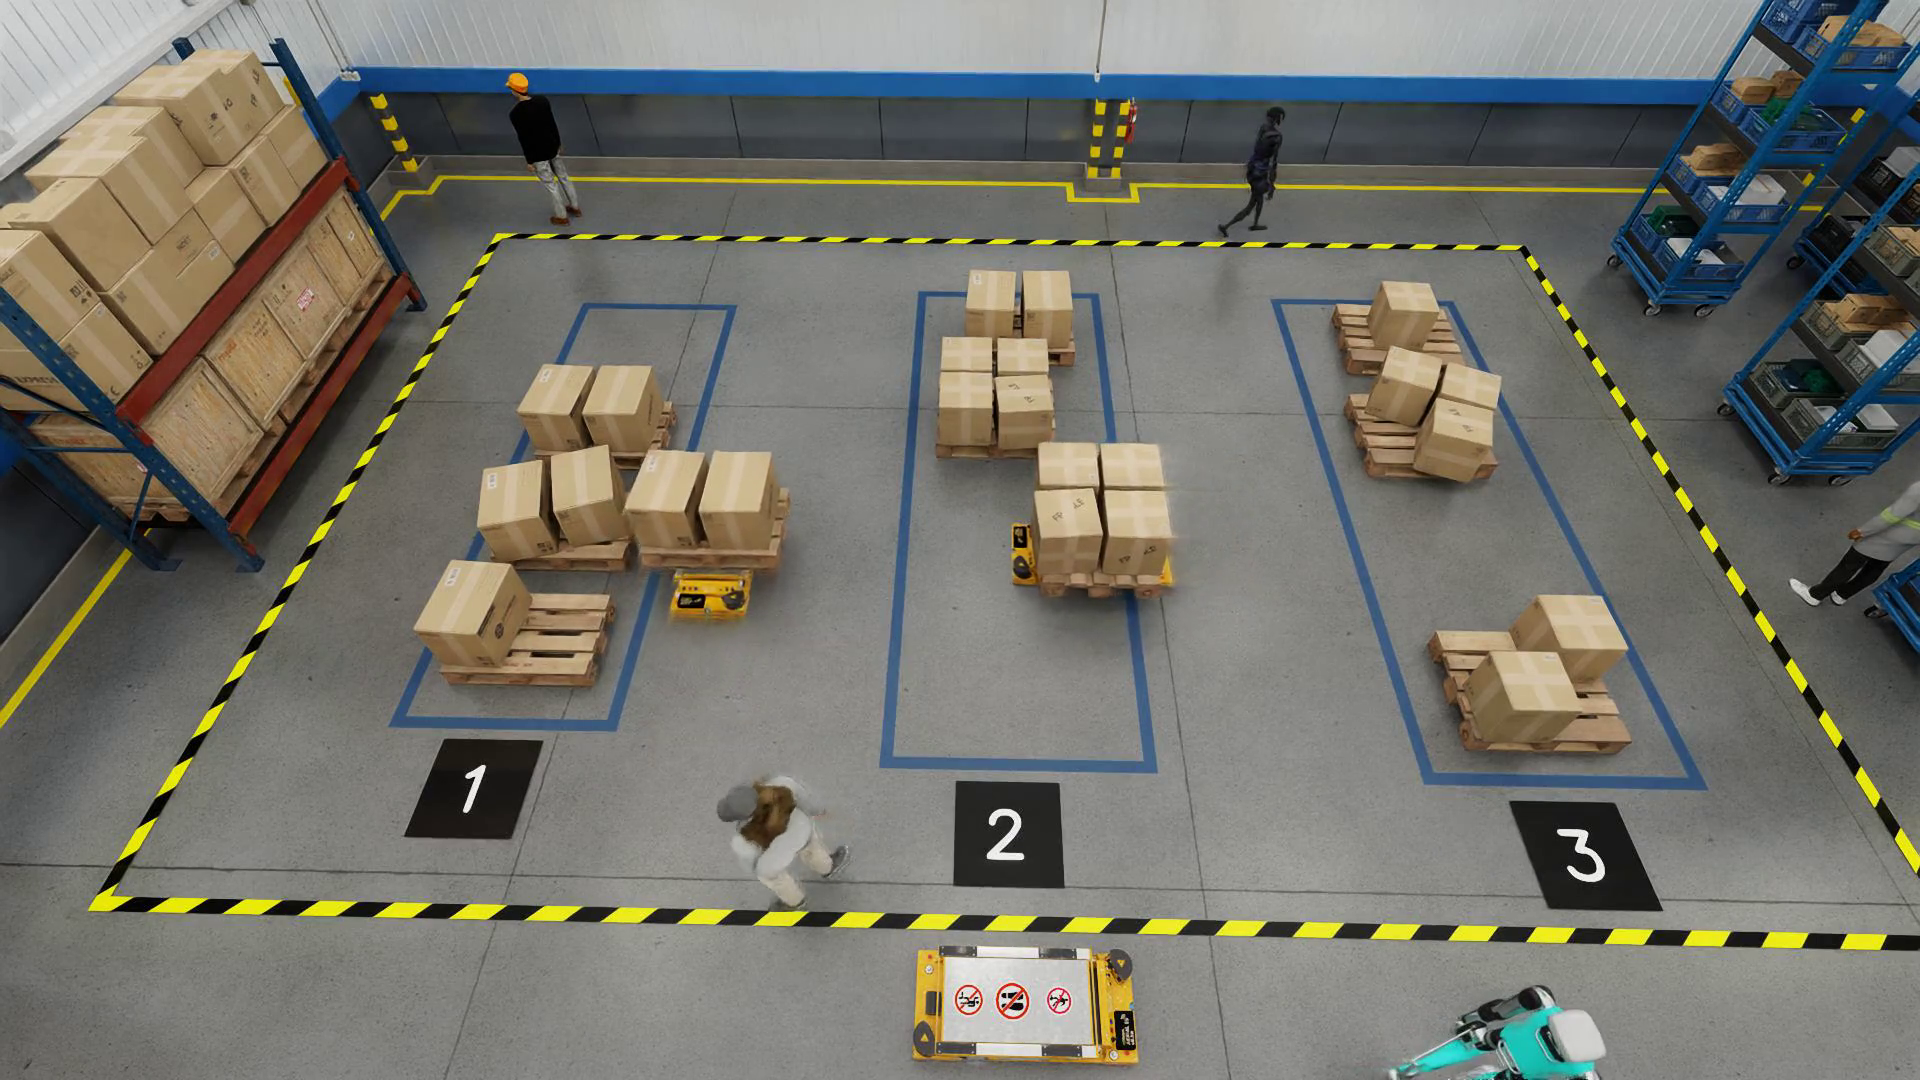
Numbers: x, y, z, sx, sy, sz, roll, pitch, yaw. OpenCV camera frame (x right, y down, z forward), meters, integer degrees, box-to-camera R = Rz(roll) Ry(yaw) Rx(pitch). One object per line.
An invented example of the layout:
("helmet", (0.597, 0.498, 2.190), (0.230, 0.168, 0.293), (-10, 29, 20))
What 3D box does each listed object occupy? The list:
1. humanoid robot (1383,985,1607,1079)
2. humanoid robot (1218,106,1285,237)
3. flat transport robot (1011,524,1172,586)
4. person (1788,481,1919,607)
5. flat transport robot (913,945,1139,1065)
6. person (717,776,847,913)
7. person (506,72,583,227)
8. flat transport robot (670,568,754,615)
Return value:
("humanoid robot", (2.848, 2.983, 5.131), (1.067, 1.745, 0.556), (-12, 52, -9))
("humanoid robot", (3.645, -4.512, 11.282), (0.741, 1.635, 0.601), (-8, 51, -6))
("flat transport robot", (1.194, 0.098, 8.388), (1.431, 0.197, 0.652), (1, 51, 1))
("person", (7.699, -0.086, 7.534), (0.589, 1.852, 0.365), (0, 51, 0))
("flat transport robot", (0.422, 3.041, 6.007), (1.431, 0.231, 0.659), (1, 51, 1))
("person", (-1.130, 1.911, 5.990), (0.381, 1.730, 0.741), (29, 57, 22))
("person", (-5.178, -4.826, 11.377), (0.366, 1.883, 0.590), (22, 54, 17))
("flat transport robot", (-2.192, 0.047, 8.429), (0.652, 0.197, 1.431), (1, 51, 1))
